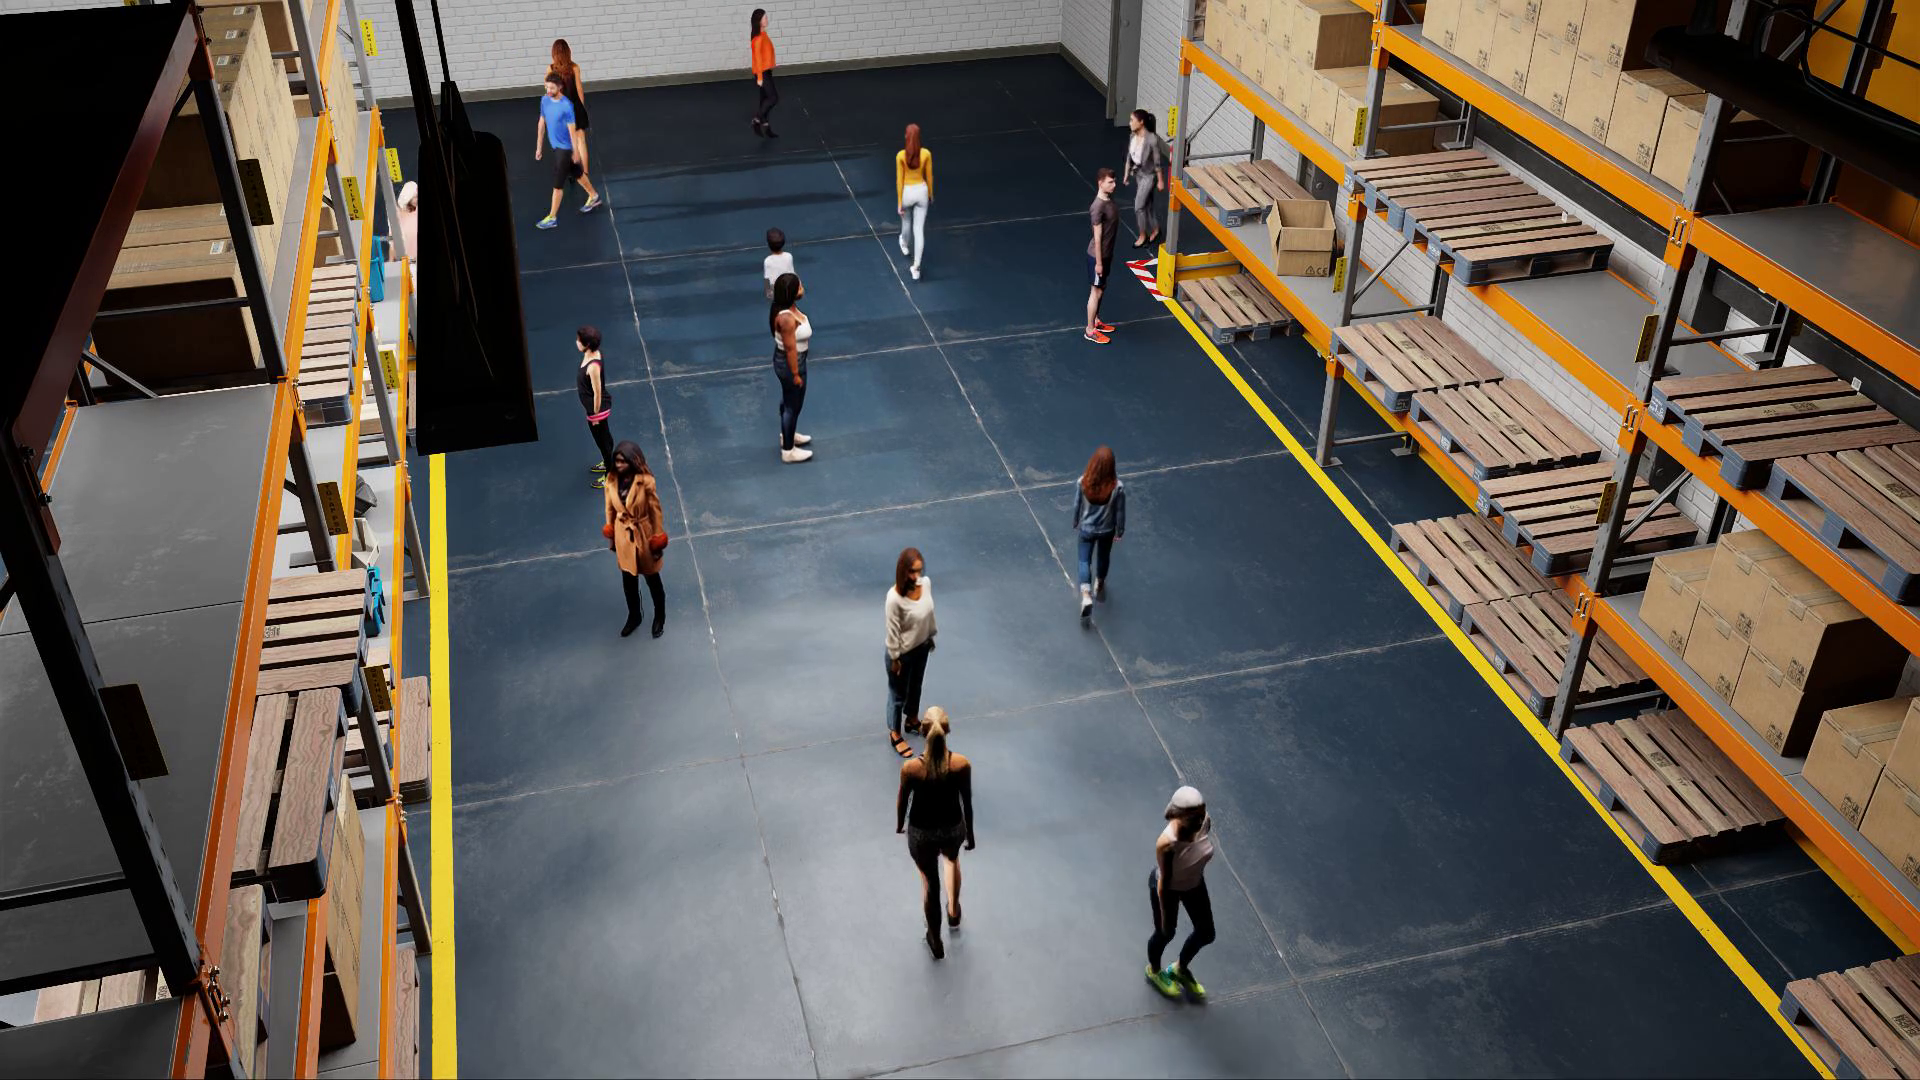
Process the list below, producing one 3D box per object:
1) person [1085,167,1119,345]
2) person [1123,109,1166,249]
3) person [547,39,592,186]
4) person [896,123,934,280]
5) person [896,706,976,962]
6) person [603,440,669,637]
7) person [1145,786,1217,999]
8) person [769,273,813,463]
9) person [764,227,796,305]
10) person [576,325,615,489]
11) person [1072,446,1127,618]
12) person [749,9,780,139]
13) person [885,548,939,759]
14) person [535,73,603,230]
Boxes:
[{"bbox_3d":[1.457,-2.964,17.230,0.789,1.853,0.673,10,35,14],"label":"person"},{"bbox_3d":[2.220,-4.166,19.237,0.768,1.634,0.727,-22,39,-29],"label":"person"},{"bbox_3d":[-4.899,-5.360,20.852,0.603,1.834,0.554,-5,34,-7],"label":"person"},{"bbox_3d":[-0.490,-3.735,18.526,0.652,1.703,1.136,-6,34,-9],"label":"person"},{"bbox_3d":[-0.130,1.829,10.040,0.632,1.829,0.709,-7,34,-10],"label":"person"},{"bbox_3d":[-2.505,-0.009,12.903,0.792,1.723,0.797,10,35,15],"label":"person"},{"bbox_3d":[1.210,2.042,9.847,0.743,1.689,0.774,-28,42,-35],"label":"person"},{"bbox_3d":[-1.570,-1.593,15.211,0.720,1.806,0.573,-4,34,-6],"label":"person"},{"bbox_3d":[-1.843,-2.620,17.252,0.576,1.255,0.710,-16,37,-23],"label":"person"},{"bbox_3d":[-3.244,-1.219,14.877,0.604,1.553,0.456,-6,34,-9],"label":"person"},{"bbox_3d":[1.076,-0.061,13.219,0.764,1.459,0.966,4,34,6],"label":"person"},{"bbox_3d":[-2.705,-6.209,22.217,0.786,1.737,0.701,2,34,4],"label":"person"},{"bbox_3d":[-0.369,0.761,11.783,0.730,1.680,0.699,24,40,31],"label":"person"},{"bbox_3d":[-4.665,-4.685,19.860,1.261,1.808,1.182,24,41,32],"label":"person"}]
